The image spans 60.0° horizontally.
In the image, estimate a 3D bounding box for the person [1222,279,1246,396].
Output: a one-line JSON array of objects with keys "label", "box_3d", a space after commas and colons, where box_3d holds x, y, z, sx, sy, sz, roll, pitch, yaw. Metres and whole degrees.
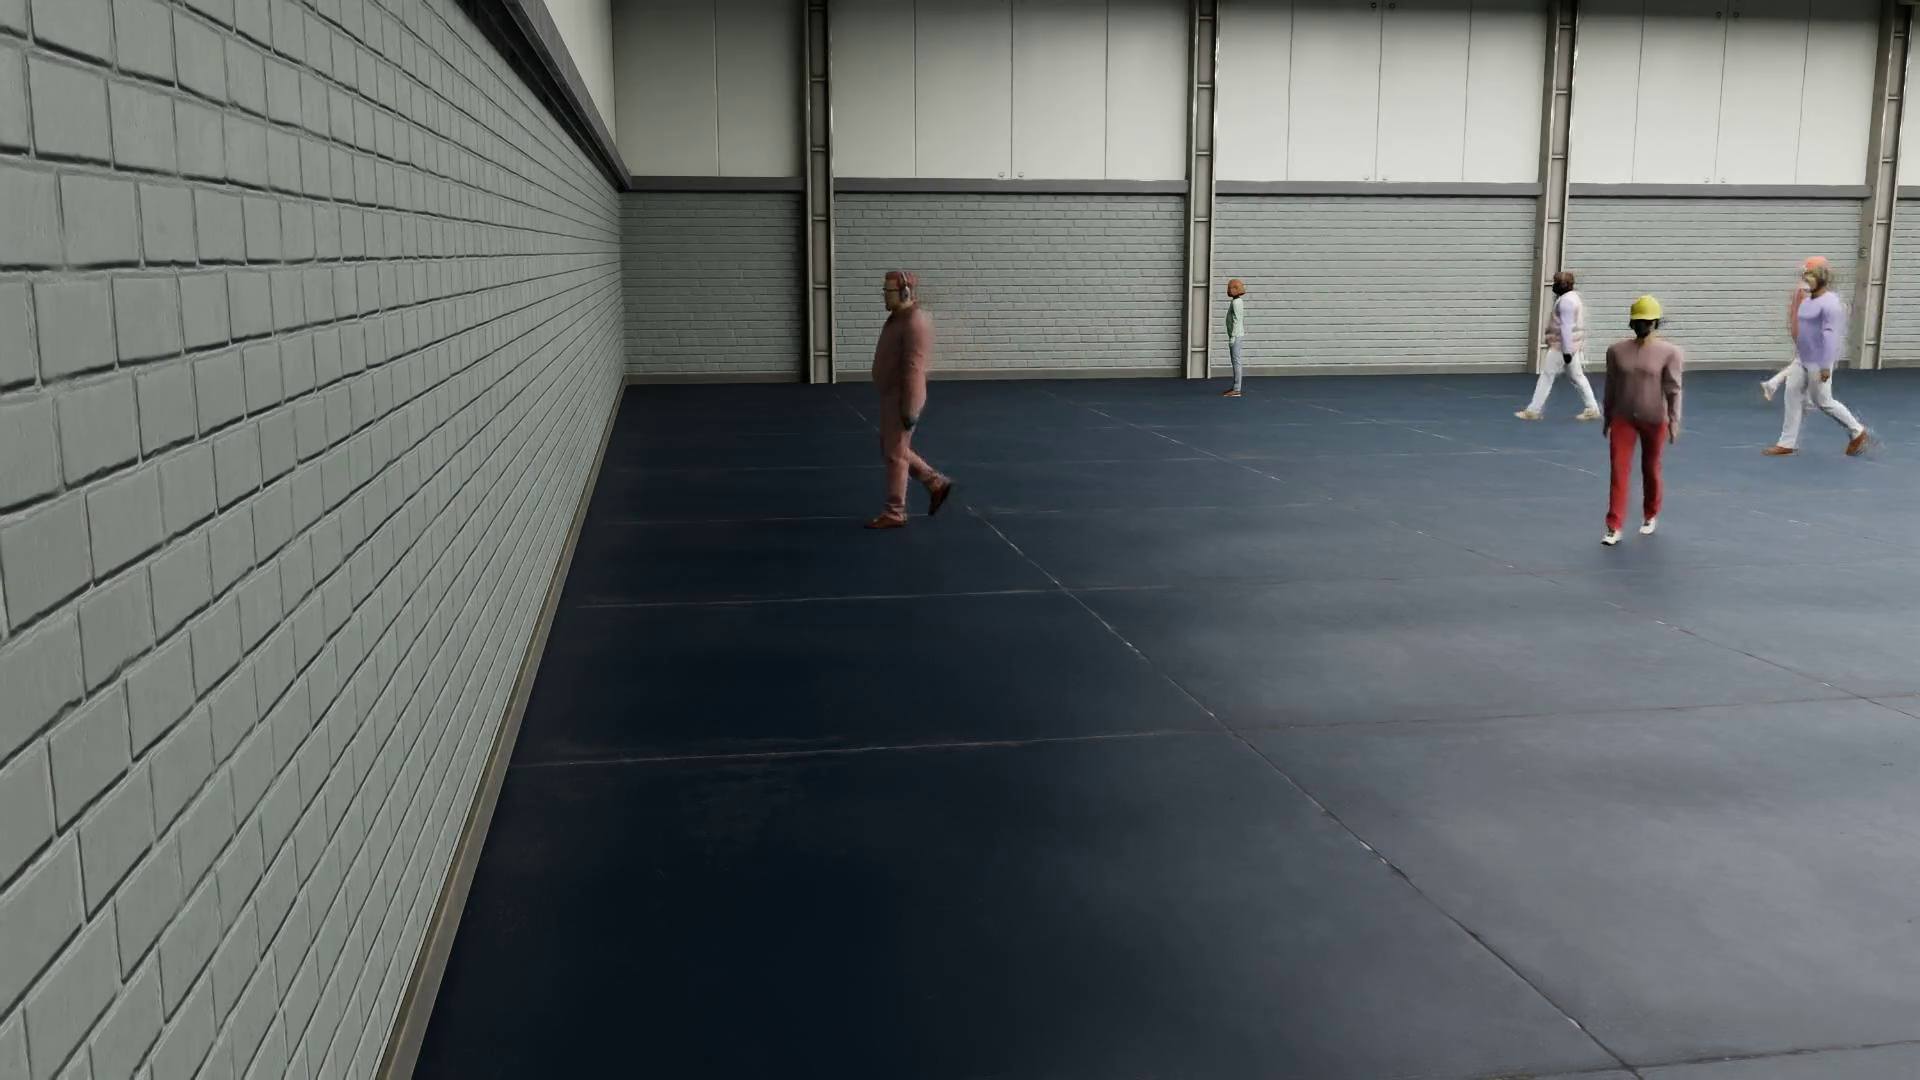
[{"label": "person", "box_3d": [3.845, -2.833, 23.327, 0.286, 1.633, 0.499, 2, 10, 11]}]

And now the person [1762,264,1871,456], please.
[{"label": "person", "box_3d": [8.461, -1.747, 16.308, 0.904, 1.910, 0.635, 0, 10, 1]}]

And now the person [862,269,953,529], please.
[{"label": "person", "box_3d": [-0.396, -1.024, 12.153, 0.635, 1.891, 0.662, -2, 10, -13]}]

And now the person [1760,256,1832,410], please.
[{"label": "person", "box_3d": [10.764, -2.641, 21.255, 0.802, 1.968, 0.622, 4, 11, 24]}]

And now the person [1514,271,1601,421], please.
[{"label": "person", "box_3d": [7.234, -2.310, 19.879, 0.972, 1.799, 0.630, 6, 11, 31]}]

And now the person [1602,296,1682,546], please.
[{"label": "person", "box_3d": [4.785, -0.851, 11.670, 0.541, 1.720, 0.918, 7, 12, 34]}]
